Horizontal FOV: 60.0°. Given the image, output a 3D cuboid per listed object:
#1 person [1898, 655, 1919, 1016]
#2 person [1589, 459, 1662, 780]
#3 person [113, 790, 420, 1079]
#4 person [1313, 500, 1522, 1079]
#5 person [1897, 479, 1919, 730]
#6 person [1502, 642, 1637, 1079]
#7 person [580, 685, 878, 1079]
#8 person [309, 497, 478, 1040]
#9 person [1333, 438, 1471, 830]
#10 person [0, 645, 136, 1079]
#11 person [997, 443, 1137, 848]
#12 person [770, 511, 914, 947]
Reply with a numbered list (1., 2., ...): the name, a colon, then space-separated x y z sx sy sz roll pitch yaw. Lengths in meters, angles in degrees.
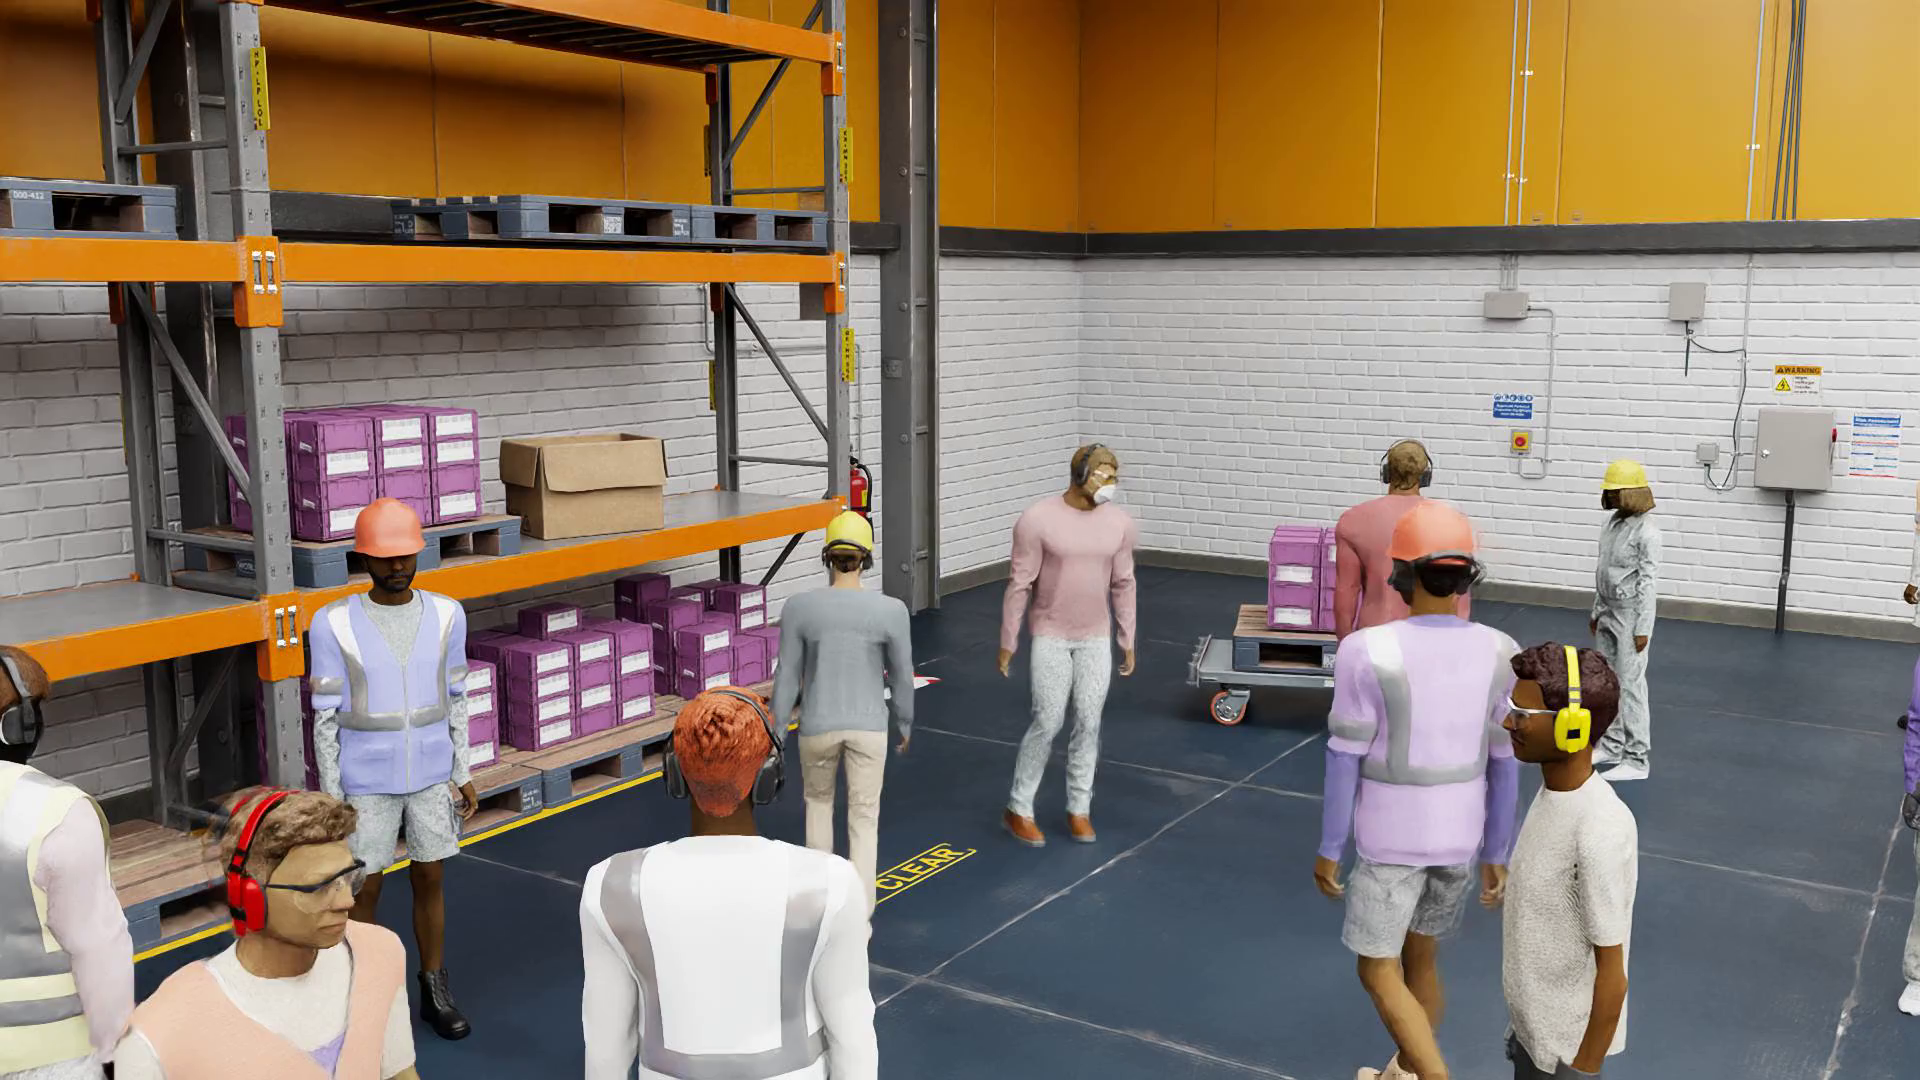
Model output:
1. person: 3.645 0.942 5.933 0.513 1.630 0.317 6 11 36
2. person: 3.548 0.426 8.952 0.323 1.737 0.488 -1 9 -6
3. person: -1.158 1.315 2.935 0.951 1.802 0.593 3 9 21
4. person: 1.408 0.897 4.964 0.612 2.021 0.797 -3 9 -16
5. person: 5.836 0.196 9.784 0.551 1.935 0.362 0 9 -1
6. person: 1.338 1.151 3.792 0.316 1.870 0.532 1 9 7
7. person: -0.448 1.217 3.321 0.573 1.883 0.355 0 9 0
8. person: -1.941 0.813 5.761 0.542 1.939 0.362 -6 11 -35
9. person: 2.082 0.487 7.884 0.629 1.940 0.378 3 9 17
10. person: -2.183 1.151 3.886 0.627 1.844 0.429 2 9 13
11. person: 0.513 0.495 7.946 0.721 1.910 0.435 -3 9 -18
12. person: -0.478 0.755 6.771 0.571 1.739 0.609 0 9 -1
